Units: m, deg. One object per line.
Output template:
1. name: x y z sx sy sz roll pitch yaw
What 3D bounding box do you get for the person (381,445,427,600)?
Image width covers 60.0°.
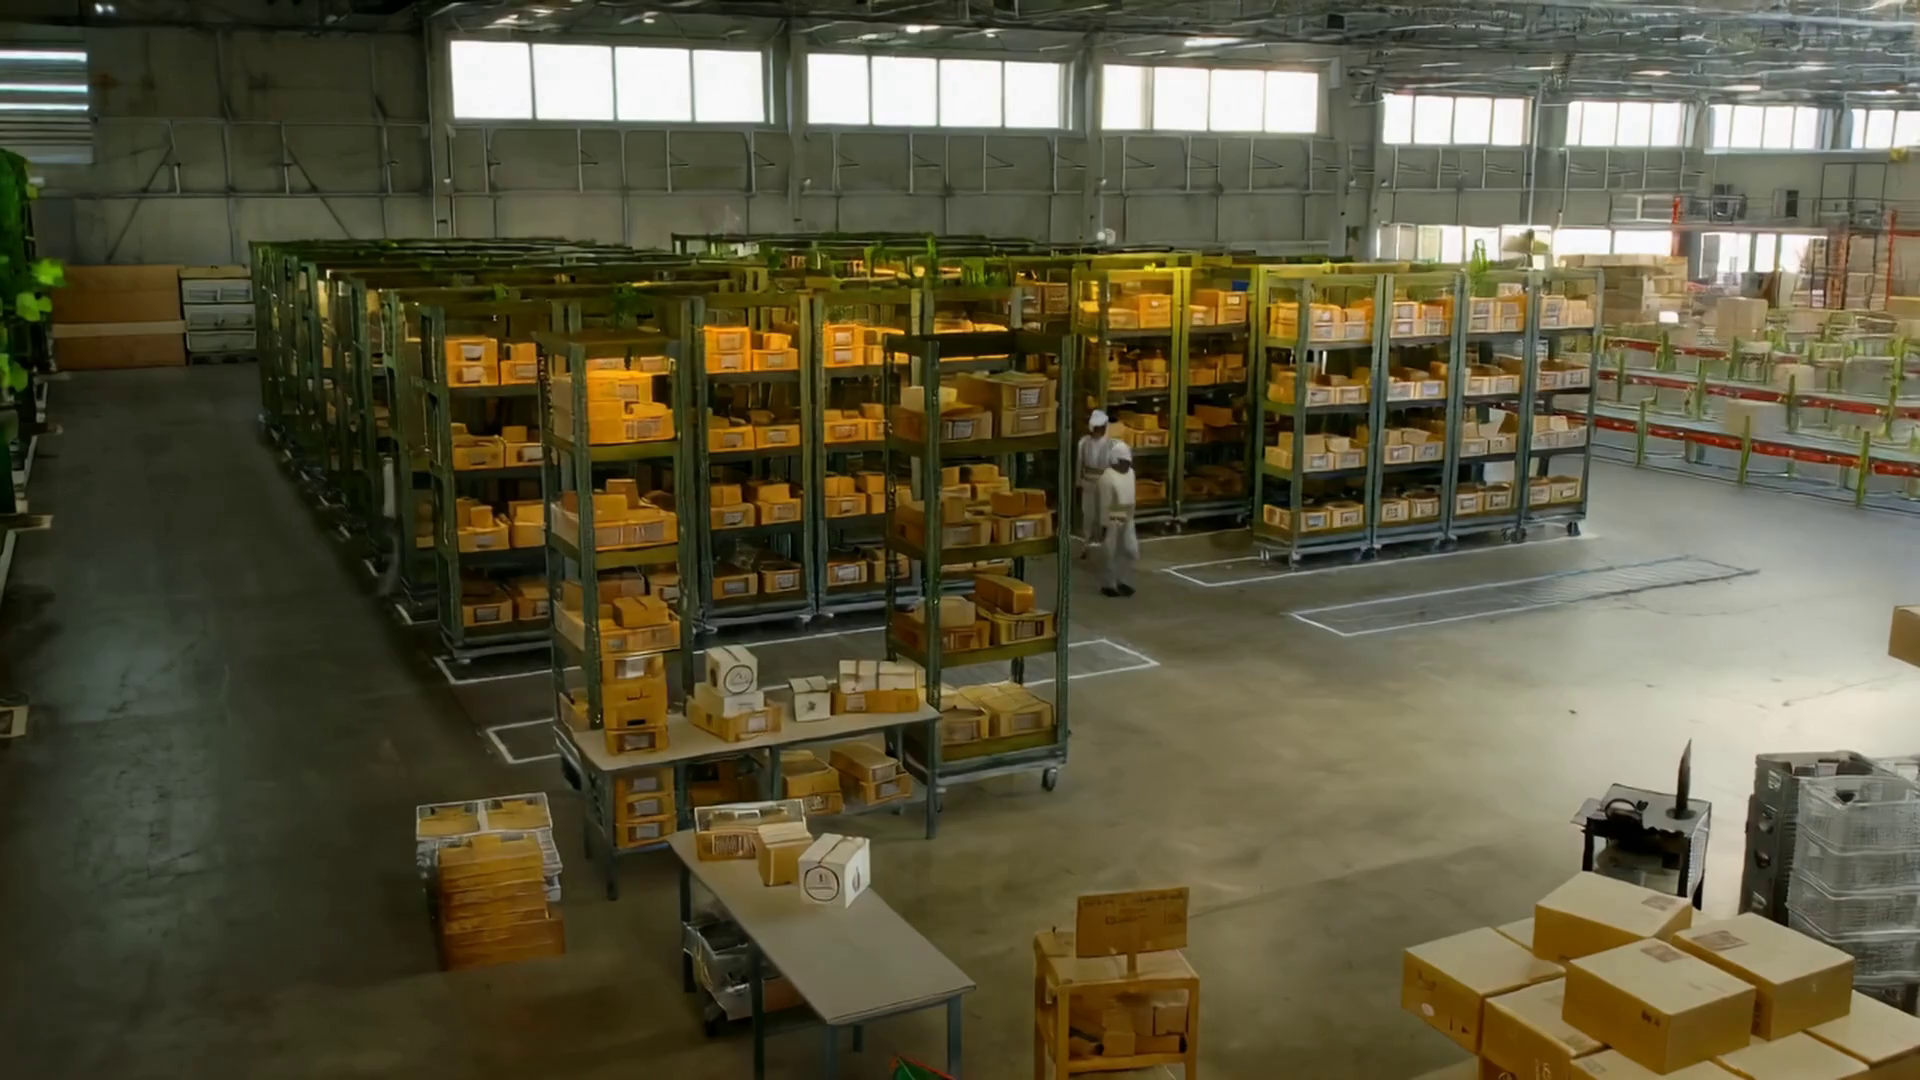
1. person: -6.367 -0.239 19.213 0.581 1.778 0.990 8 15 34

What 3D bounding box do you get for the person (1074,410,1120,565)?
1. person: 1.716 -0.666 20.809 0.614 1.950 0.375 6 13 25

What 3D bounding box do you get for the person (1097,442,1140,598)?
1. person: 1.829 -0.217 19.051 0.593 1.814 0.501 -9 15 -36

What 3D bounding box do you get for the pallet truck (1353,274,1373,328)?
1. pallet truck: 13.011 -8.050 55.243 0.823 1.965 1.885 -7 14 -28

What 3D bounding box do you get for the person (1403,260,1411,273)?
1. person: 16.585 -9.486 62.174 0.642 1.909 0.399 0 12 1
